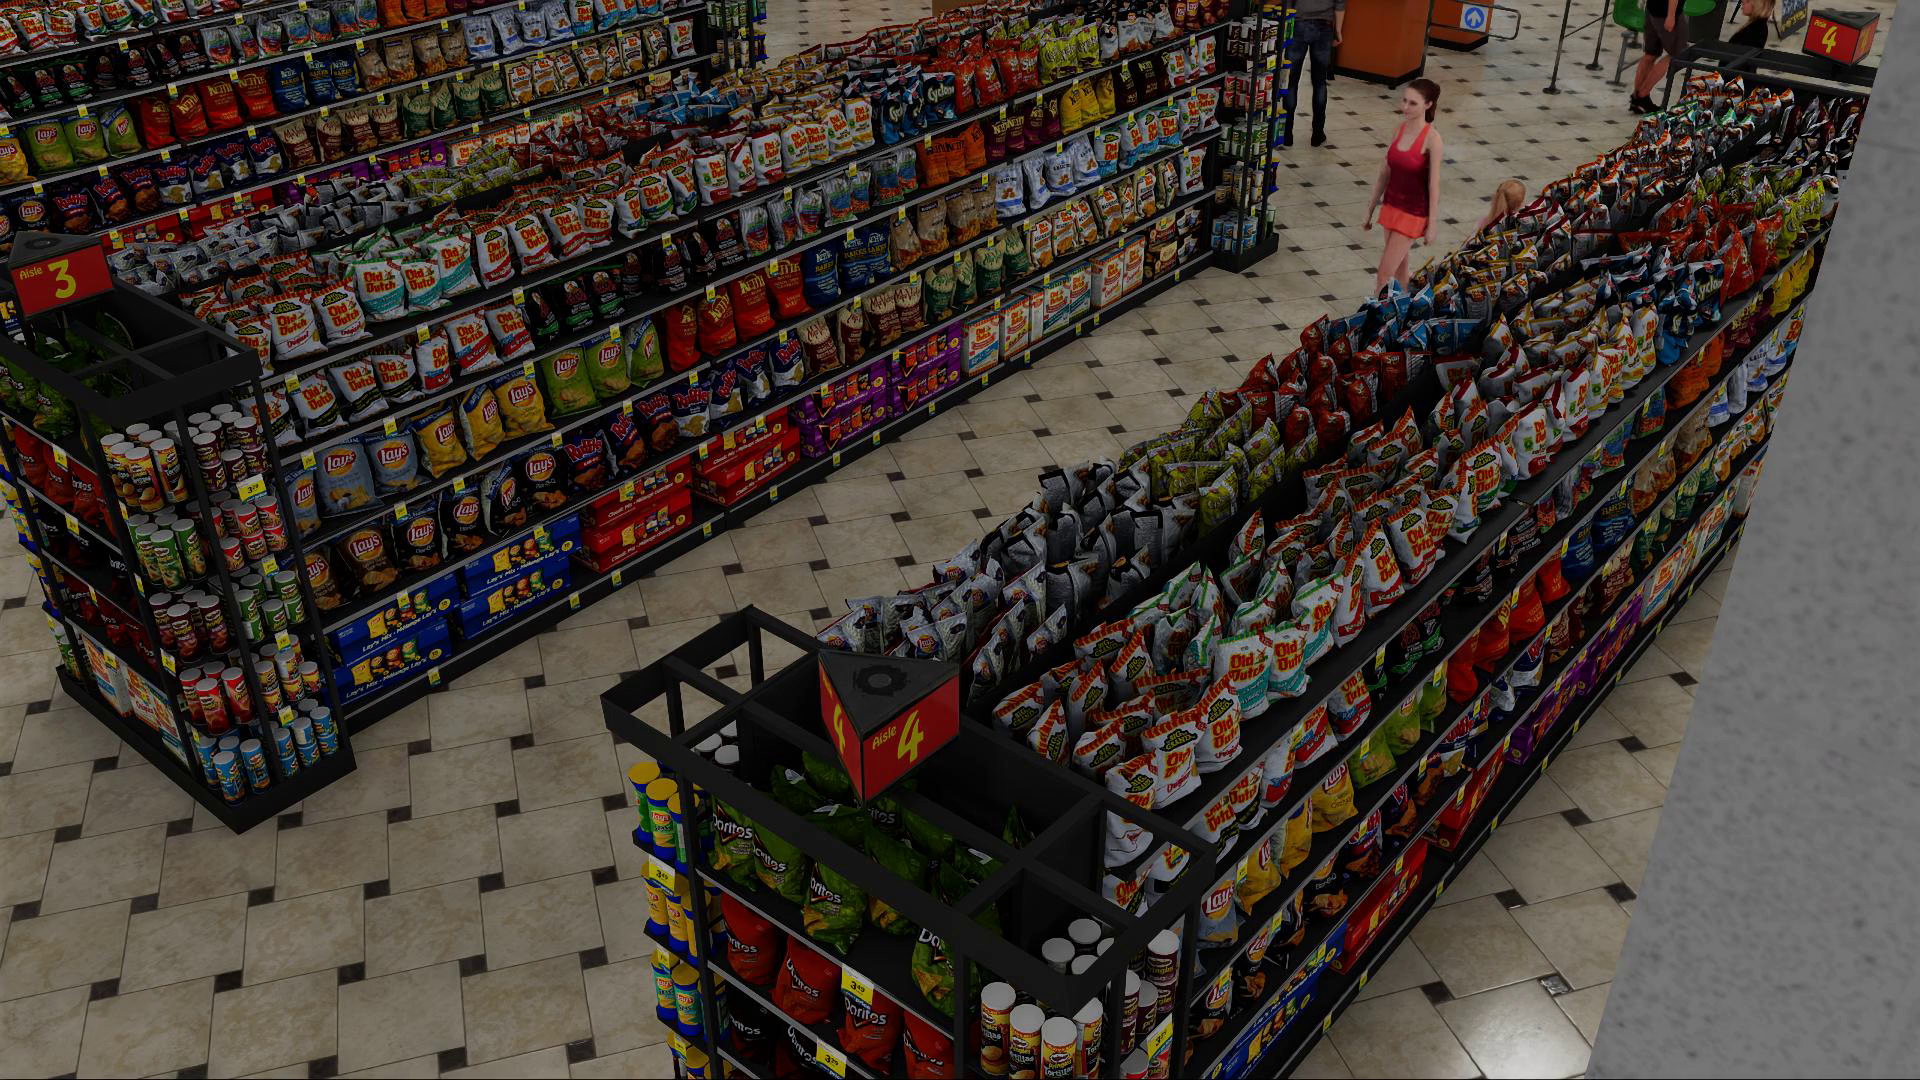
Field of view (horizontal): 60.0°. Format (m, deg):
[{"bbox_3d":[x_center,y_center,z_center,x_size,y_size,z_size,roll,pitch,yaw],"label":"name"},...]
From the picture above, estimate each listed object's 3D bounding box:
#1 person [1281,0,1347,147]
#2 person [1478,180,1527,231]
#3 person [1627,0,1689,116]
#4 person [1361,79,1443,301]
[{"bbox_3d":[2.885,-4.210,13.708,0.776,1.903,0.784,2,32,4],"label":"person"},{"bbox_3d":[3.201,-1.523,10.014,0.501,1.242,0.888,24,39,33],"label":"person"},{"bbox_3d":[6.009,-4.583,14.354,0.884,1.854,0.790,2,32,3],"label":"person"},{"bbox_3d":[2.834,-2.016,10.351,1.005,1.722,0.810,-15,35,-23],"label":"person"}]
